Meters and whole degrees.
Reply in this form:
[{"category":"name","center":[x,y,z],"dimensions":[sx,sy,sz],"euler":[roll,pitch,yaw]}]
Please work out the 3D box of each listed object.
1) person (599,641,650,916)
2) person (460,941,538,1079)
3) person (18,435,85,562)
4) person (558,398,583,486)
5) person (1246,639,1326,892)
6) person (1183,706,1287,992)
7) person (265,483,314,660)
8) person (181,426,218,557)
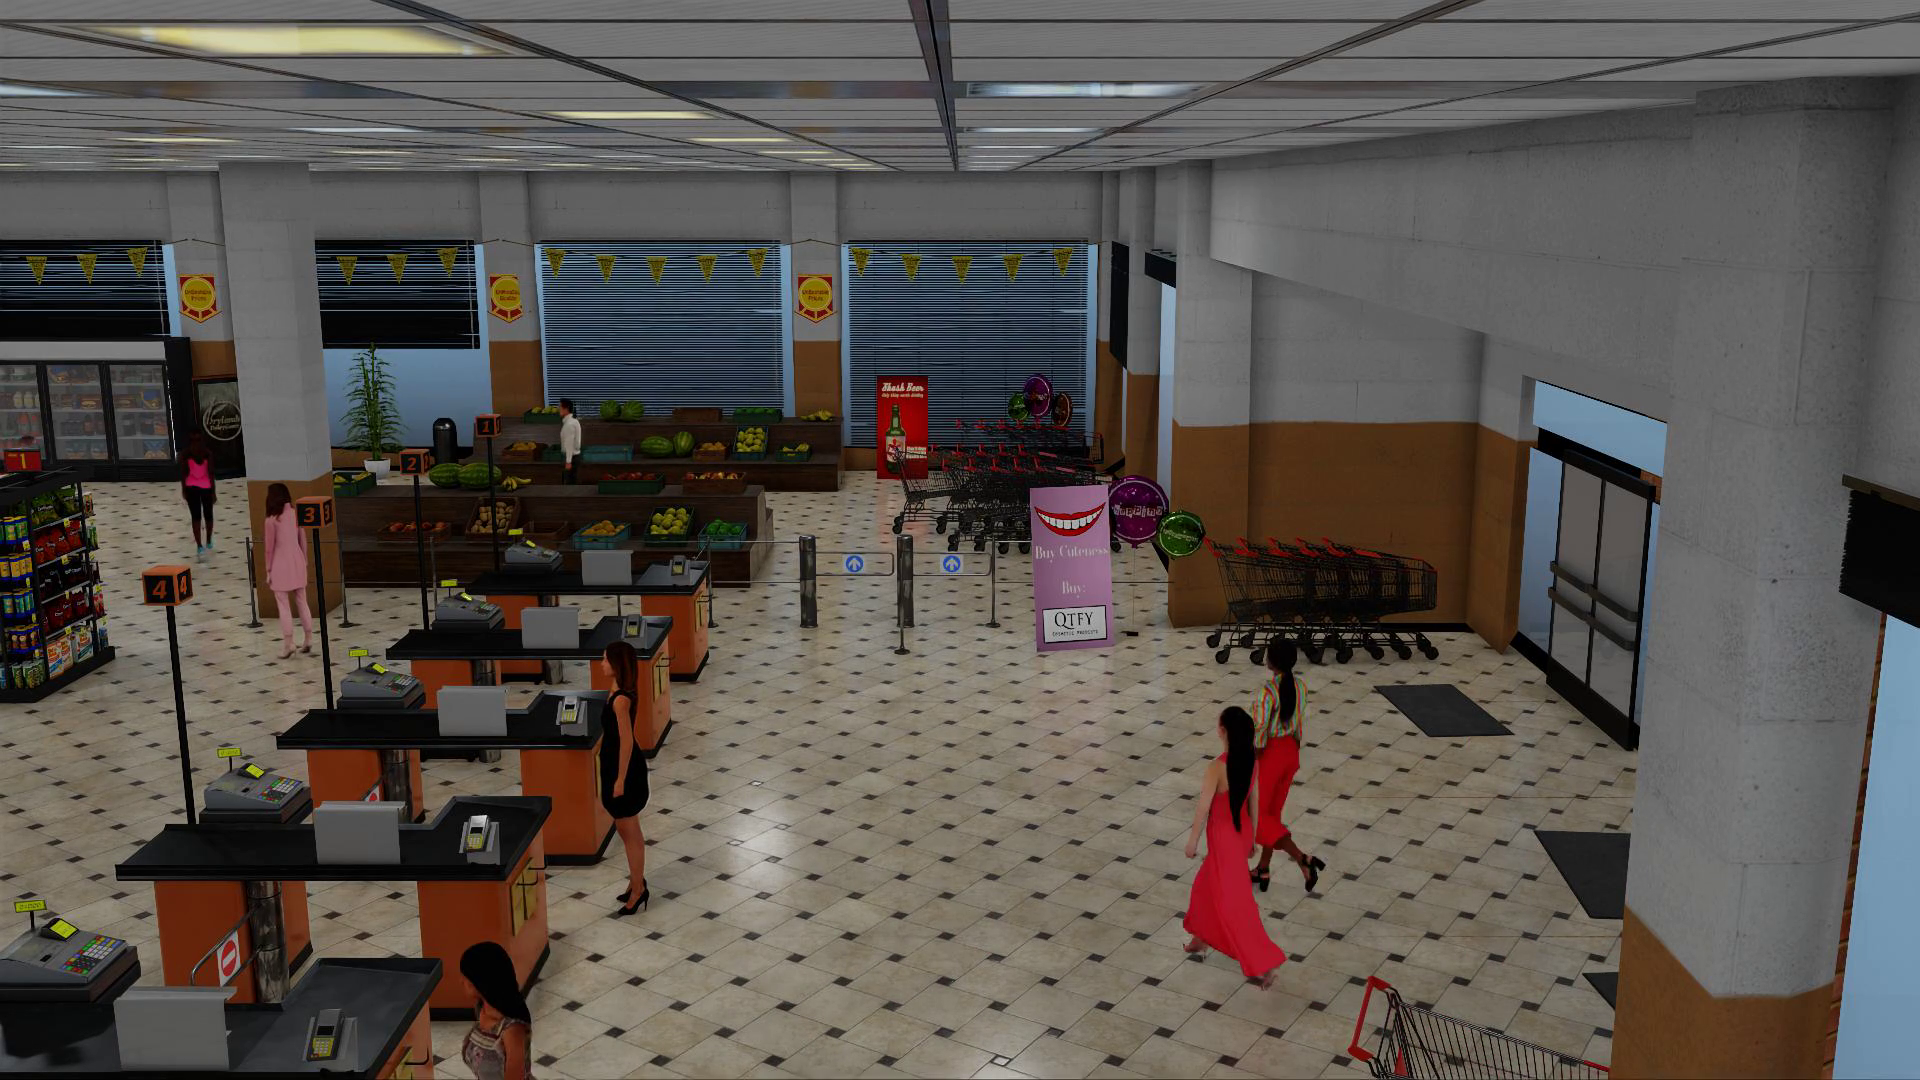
[{"category":"person","center":[-2.204,1.559,10.916],"dimensions":[0.582,1.834,0.618],"euler":[-2,12,-11]},{"category":"person","center":[-1.850,2.465,7.106],"dimensions":[0.838,1.632,0.898],"euler":[10,16,40]},{"category":"person","center":[-11.727,-0.444,20.828],"dimensions":[1.117,1.671,0.967],"euler":[-8,14,-35]},{"category":"person","center":[-5.444,-1.113,23.717],"dimensions":[1.036,1.790,0.787],"euler":[-2,12,-11]},{"category":"person","center":[2.153,1.552,11.082],"dimensions":[0.973,1.781,0.967],"euler":[-8,14,-34]},{"category":"person","center":[1.646,1.863,9.838],"dimensions":[1.078,1.684,1.065],"euler":[-9,15,-38]},{"category":"person","center":[-6.842,0.332,16.953],"dimensions":[0.724,1.748,0.697],"euler":[8,14,33]},{"category":"person","center":[-9.864,-0.599,21.534],"dimensions":[1.122,1.682,0.903],"euler":[-4,13,-20]}]
